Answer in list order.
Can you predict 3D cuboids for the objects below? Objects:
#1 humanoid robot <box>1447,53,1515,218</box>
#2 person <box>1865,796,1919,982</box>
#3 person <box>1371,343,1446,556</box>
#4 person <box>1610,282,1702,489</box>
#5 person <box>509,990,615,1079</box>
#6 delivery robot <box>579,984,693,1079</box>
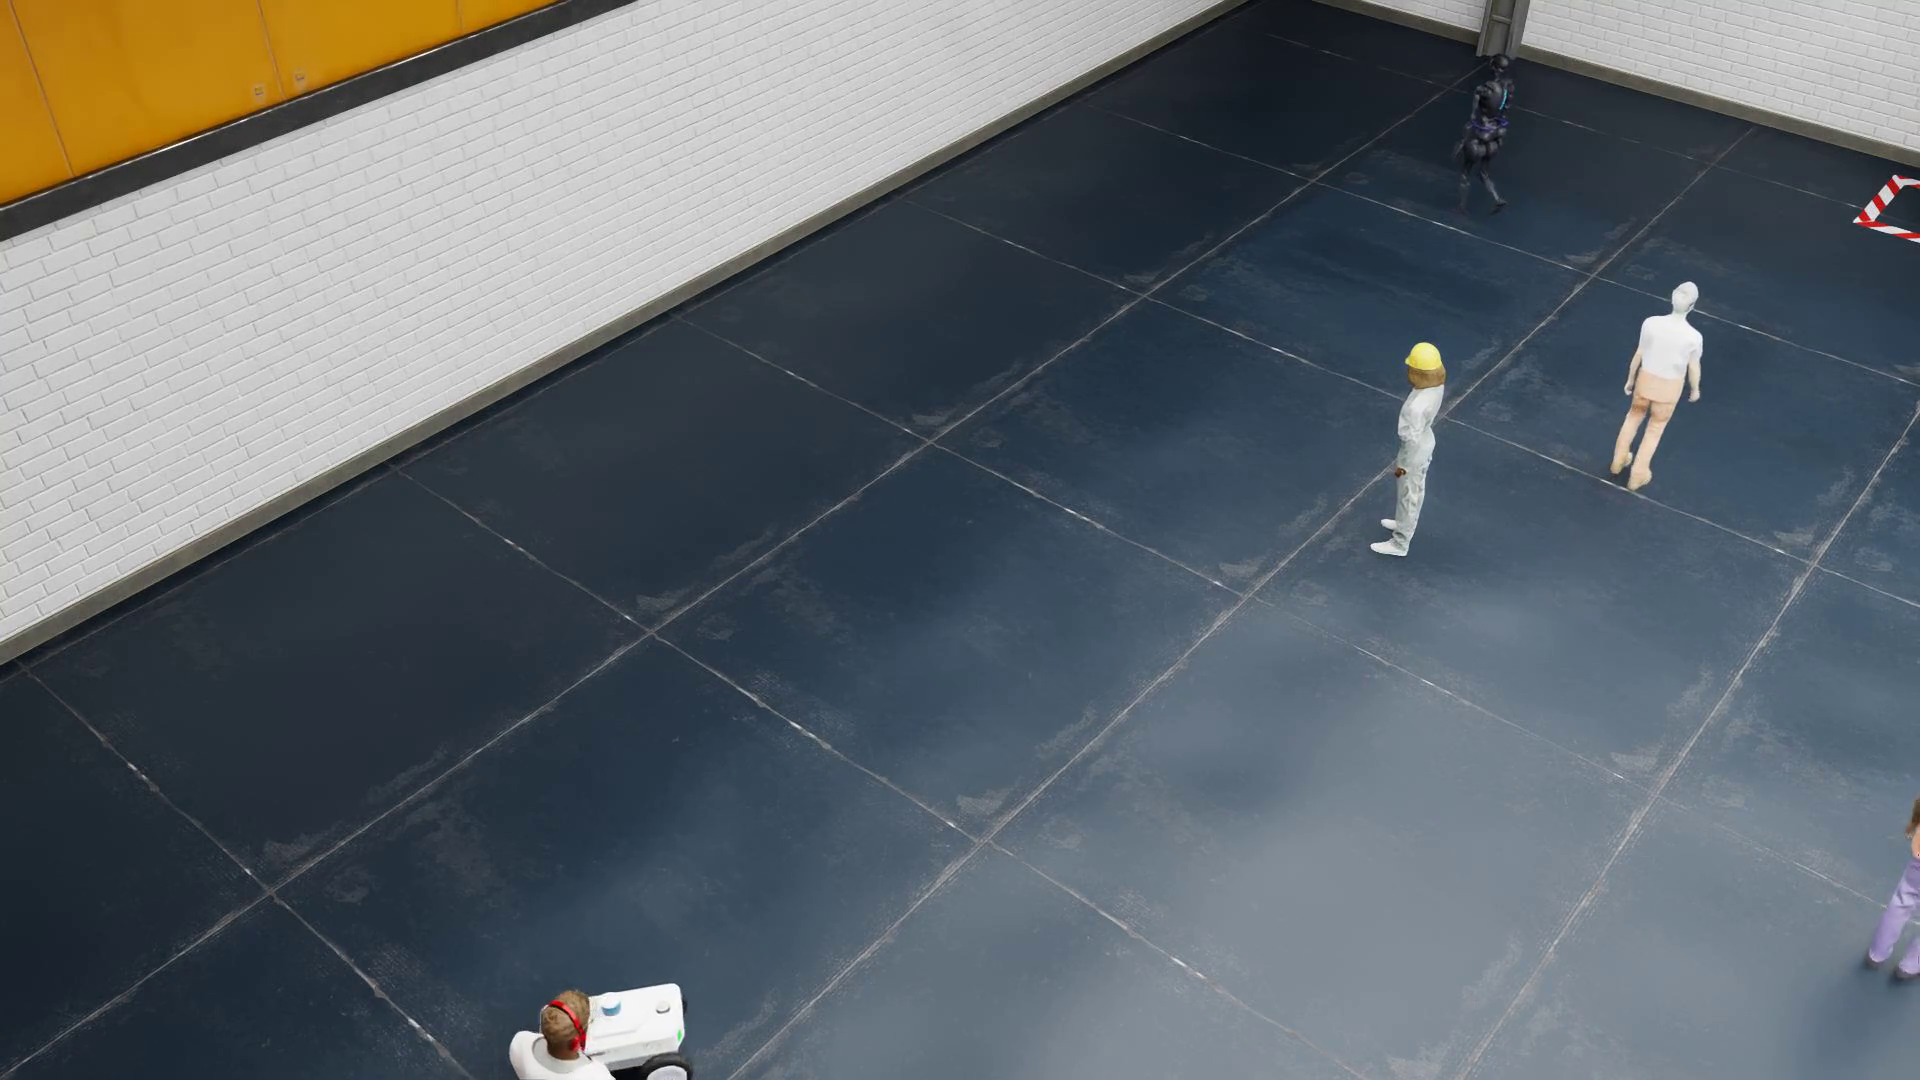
[{"bbox_3d":[5.057,-3.829,15.926,0.589,1.643,0.531,-22,44,-25],"label":"humanoid robot"},{"bbox_3d":[5.322,1.708,8.927,0.415,1.829,0.583,-25,45,-28],"label":"person"},{"bbox_3d":[3.226,-0.650,11.924,0.319,1.735,0.486,19,43,22],"label":"person"},{"bbox_3d":[5.301,-1.168,12.560,0.384,1.741,0.487,-30,48,-32],"label":"person"},{"bbox_3d":[-1.737,2.734,7.650,0.564,1.832,0.410,19,43,22],"label":"person"},{"bbox_3d":[-1.815,2.614,8.808,0.777,0.587,0.499,-7,39,-9],"label":"delivery robot"}]
